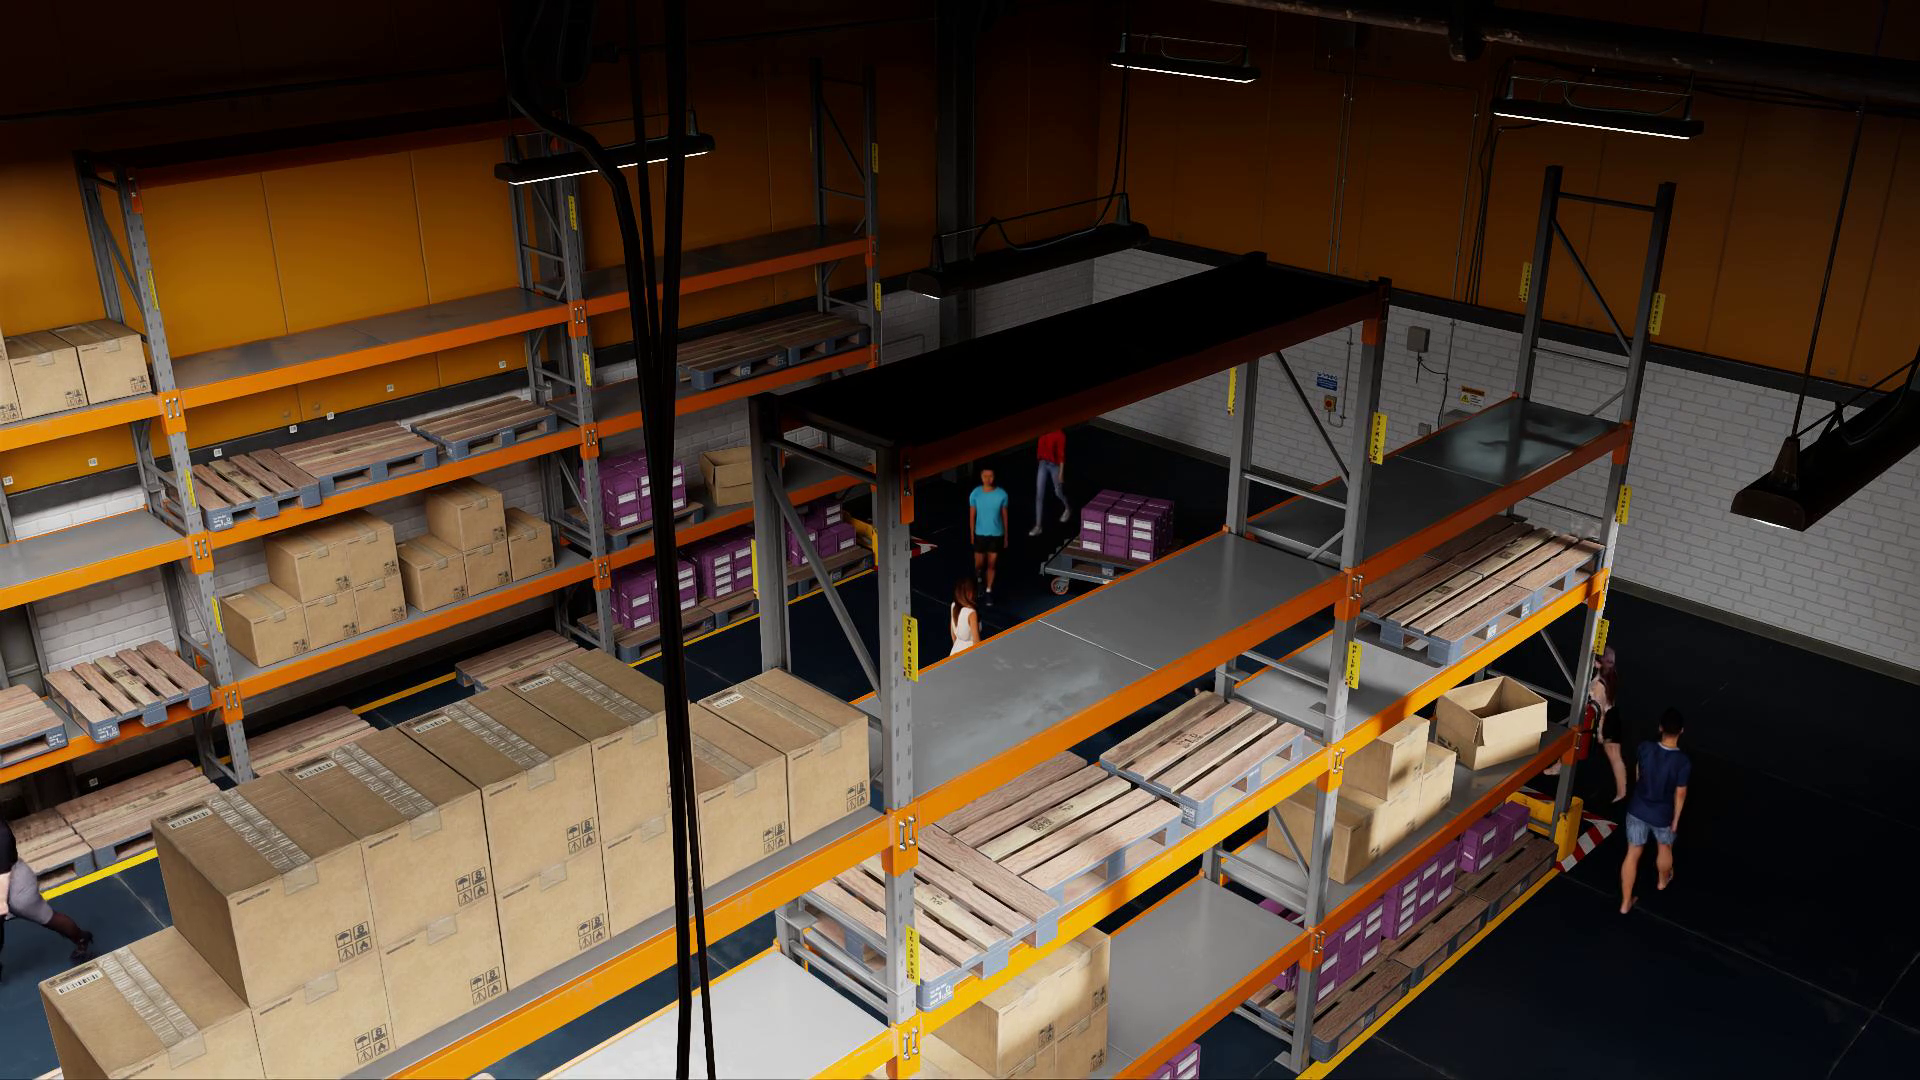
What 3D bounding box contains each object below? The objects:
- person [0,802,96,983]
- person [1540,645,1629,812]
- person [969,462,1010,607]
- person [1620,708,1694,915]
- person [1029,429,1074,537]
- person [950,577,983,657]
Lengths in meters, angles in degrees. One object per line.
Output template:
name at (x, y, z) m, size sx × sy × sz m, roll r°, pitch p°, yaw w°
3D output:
person at (-7.337, 2.702, 13.055) m, size 1.117 × 1.712 × 0.679 m, roll -20°, pitch 31°, yaw -38°
person at (5.976, 1.766, 15.344) m, size 1.043 × 1.594 × 0.665 m, roll -20°, pitch 30°, yaw -38°
person at (0.342, -0.098, 19.401) m, size 0.766 × 1.759 × 0.826 m, roll 1°, pitch 24°, yaw 1°
person at (5.728, 2.307, 13.838) m, size 0.708 × 1.808 × 1.046 m, roll 17°, pitch 29°, yaw 34°
person at (1.227, -0.913, 21.378) m, size 0.699 × 1.668 × 1.124 m, roll 18°, pitch 29°, yaw 35°
person at (0.046, 1.184, 16.440) m, size 0.582 × 1.782 × 0.635 m, roll -15°, pitch 28°, yaw -31°
